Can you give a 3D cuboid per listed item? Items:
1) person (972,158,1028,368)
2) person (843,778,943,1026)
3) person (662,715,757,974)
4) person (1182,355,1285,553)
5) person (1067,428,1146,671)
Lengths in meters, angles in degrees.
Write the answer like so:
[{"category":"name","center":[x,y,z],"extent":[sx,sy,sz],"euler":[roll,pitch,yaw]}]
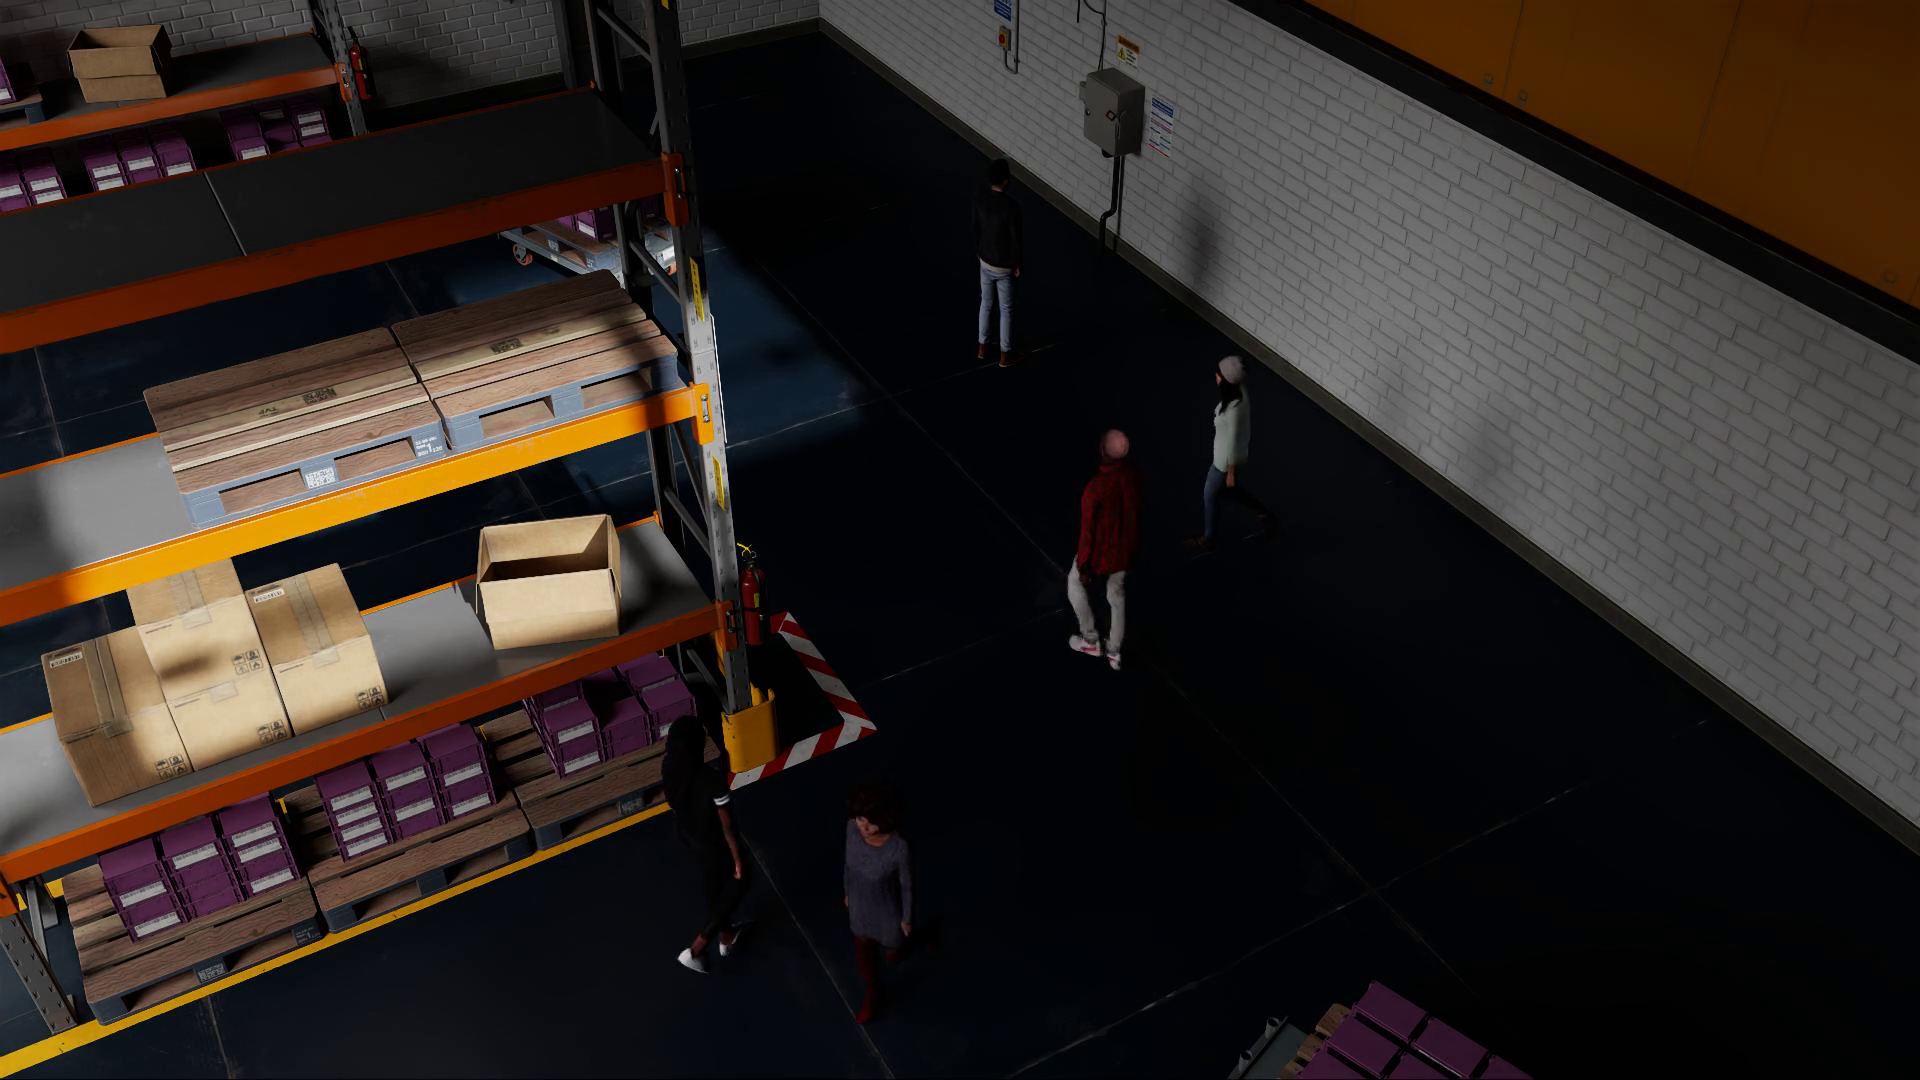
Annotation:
[{"category":"person","center":[0.315,-2.254,13.536],"extent":[0.722,1.835,0.673],"euler":[28,47,31]},{"category":"person","center":[-0.355,1.811,8.558],"extent":[0.804,1.693,0.978],"euler":[24,44,27]},{"category":"person","center":[-1.376,1.650,8.739],"extent":[0.824,1.720,0.930],"euler":[26,45,28]},{"category":"person","center":[1.958,-0.565,11.587],"extent":[1.014,1.626,0.921],"euler":[6,39,7]},{"category":"person","center":[1.004,0.104,10.605],"extent":[0.604,1.807,0.723],"euler":[-18,42,-21]}]
